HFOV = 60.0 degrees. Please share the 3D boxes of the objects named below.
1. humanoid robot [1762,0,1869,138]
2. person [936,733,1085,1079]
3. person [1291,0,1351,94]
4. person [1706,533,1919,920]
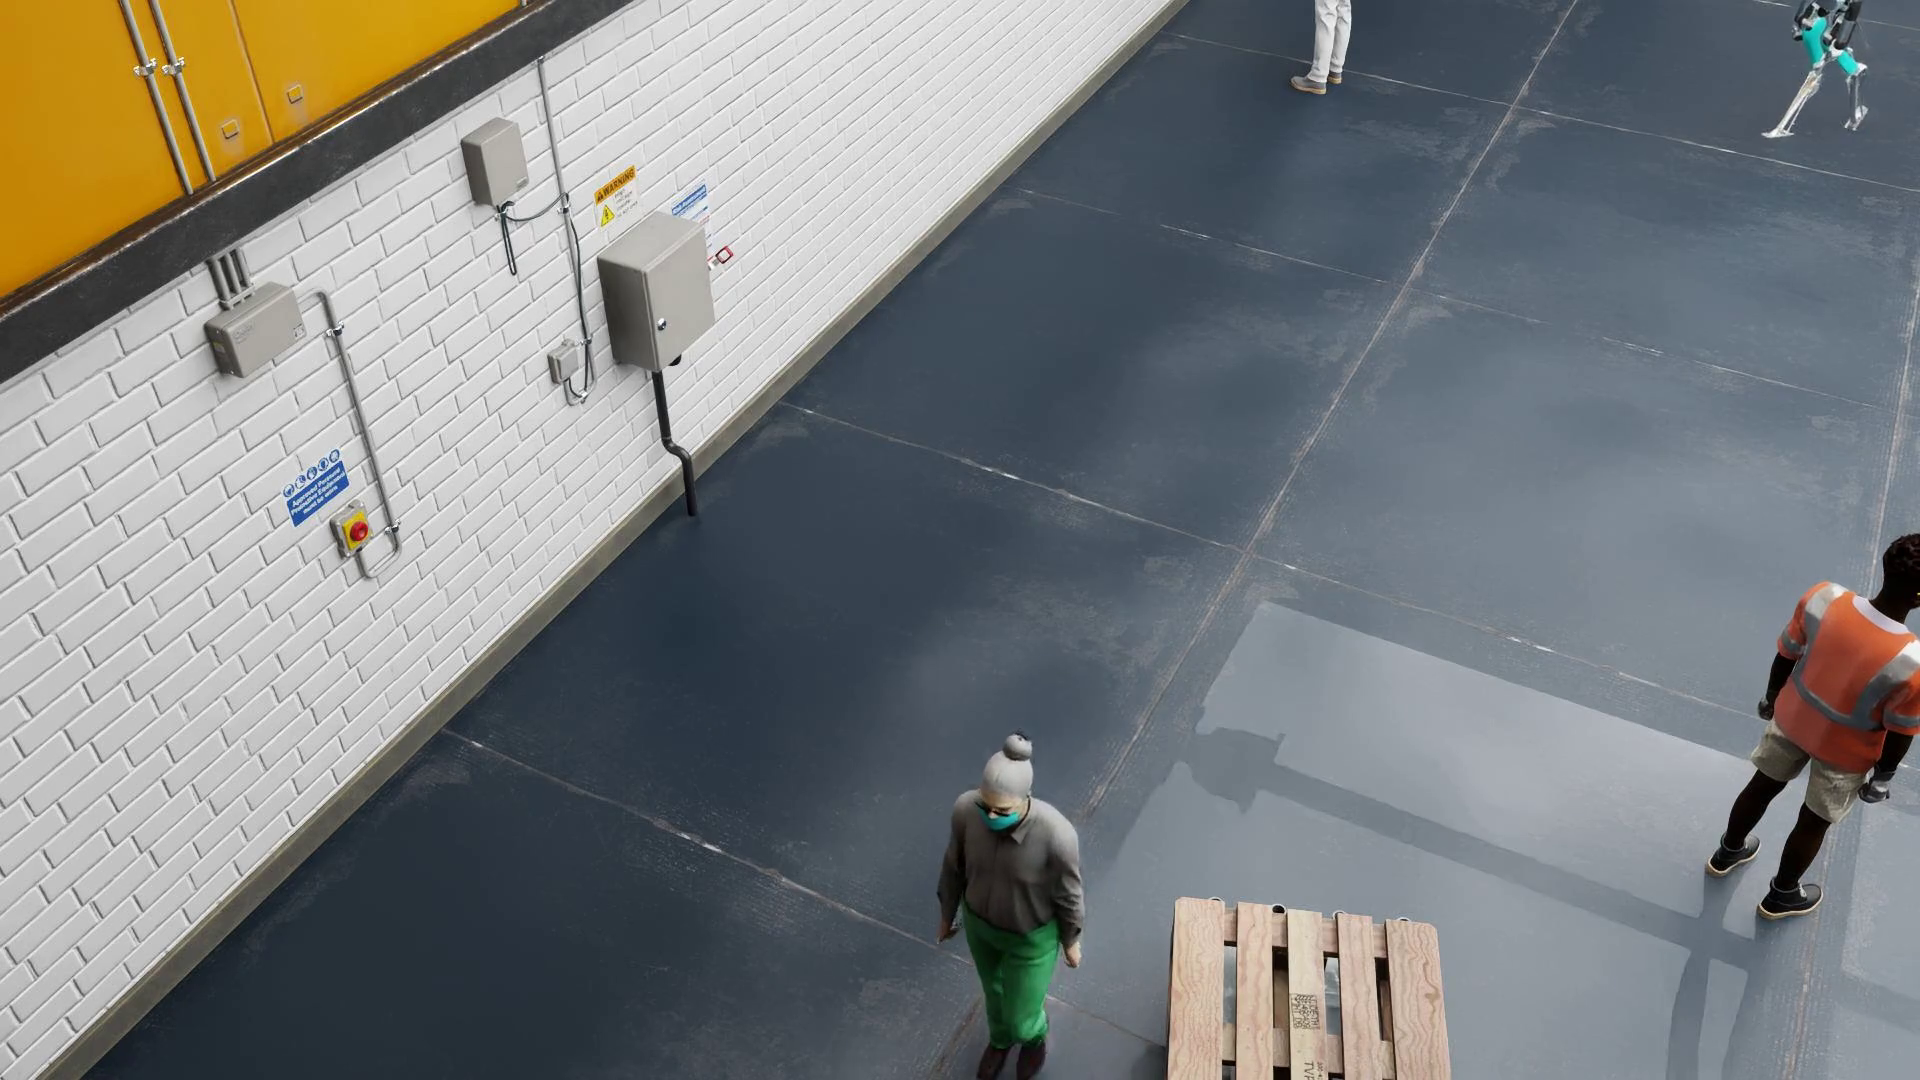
[{"bbox_3d":[6.505,-3.734,12.066,0.902,1.795,0.542,-11,42,-12],"label":"humanoid robot"},{"bbox_3d":[0.160,1.392,6.027,0.556,1.828,0.421,20,45,21],"label":"person"},{"bbox_3d":[2.847,-4.327,12.620,0.356,1.882,0.571,31,50,31],"label":"person"},{"bbox_3d":[3.487,0.758,6.662,0.362,1.962,0.611,-20,45,-22],"label":"person"}]
